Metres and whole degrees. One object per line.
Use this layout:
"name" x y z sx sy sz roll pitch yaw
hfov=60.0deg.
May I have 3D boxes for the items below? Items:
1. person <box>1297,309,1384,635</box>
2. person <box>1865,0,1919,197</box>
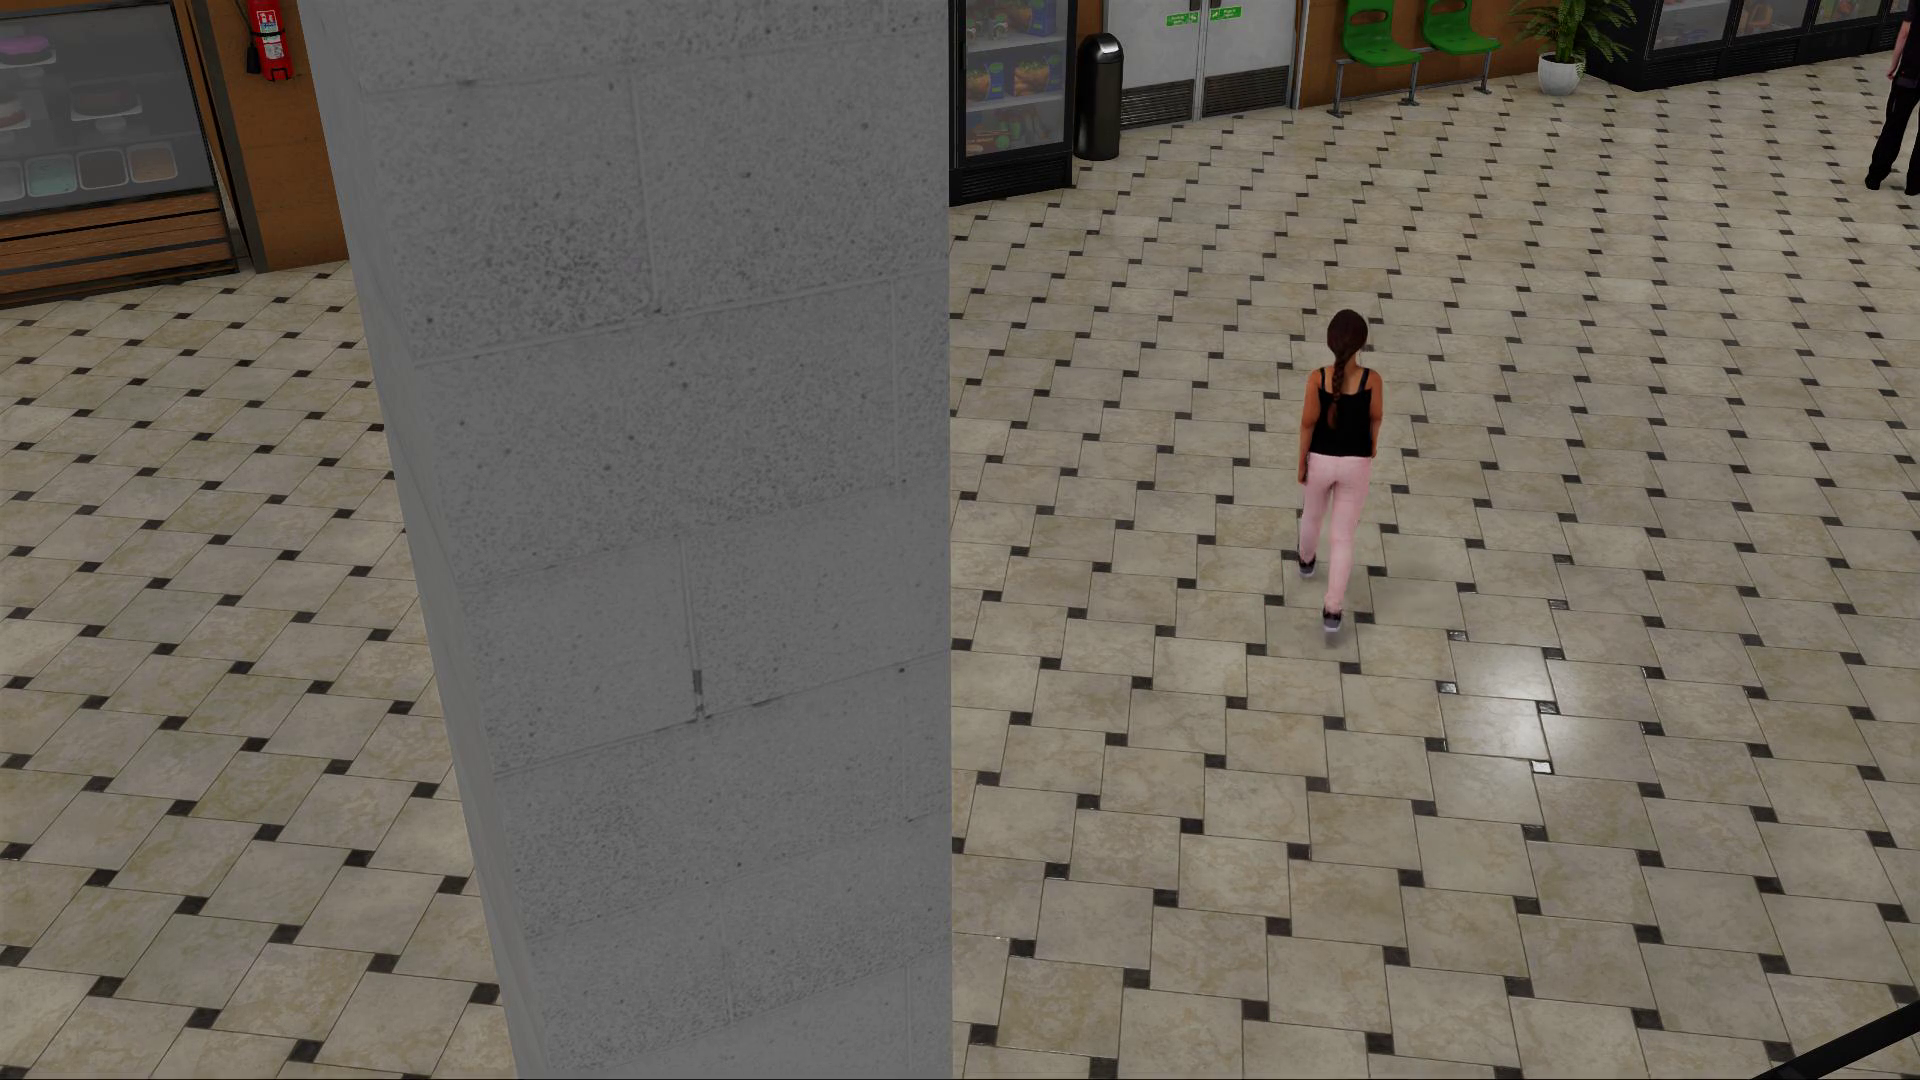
"person" 1.764 -0.291 7.735 0.933 1.528 1.066 7 33 11
"person" 7.394 -3.570 12.705 0.742 1.846 0.859 18 36 27
